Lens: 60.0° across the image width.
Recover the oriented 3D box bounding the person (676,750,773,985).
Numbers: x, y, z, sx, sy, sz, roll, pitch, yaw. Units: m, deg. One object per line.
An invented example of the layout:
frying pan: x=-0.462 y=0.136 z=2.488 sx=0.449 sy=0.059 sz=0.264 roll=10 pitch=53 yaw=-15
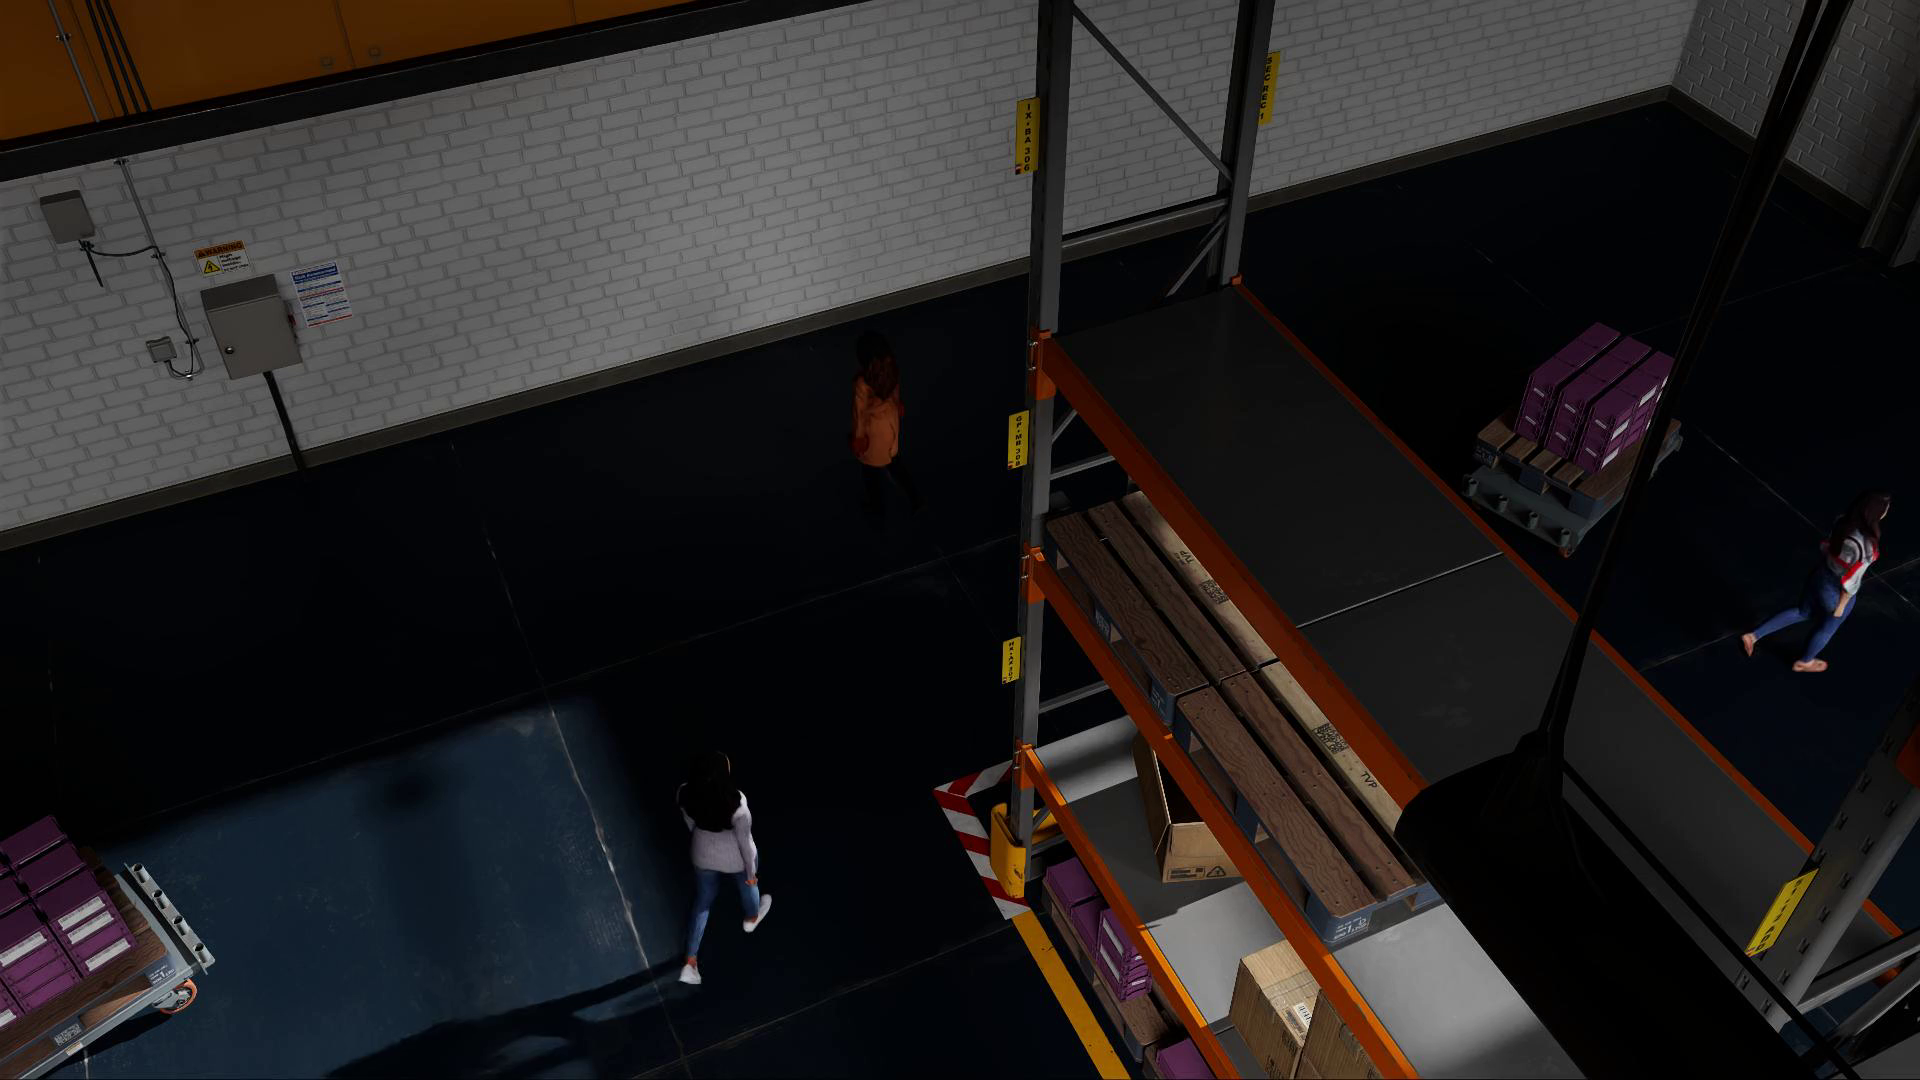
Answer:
person: x=-1.349 y=1.787 z=9.083 sx=1.041 sy=1.718 sz=1.104 roll=15 pitch=46 yaw=15

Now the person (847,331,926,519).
person: x=-0.510 y=-0.749 z=11.751 sx=0.973 sy=1.708 sz=0.897 roll=27 pitch=50 yaw=26

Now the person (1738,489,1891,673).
person: x=5.544 y=0.300 z=10.731 sx=0.863 sy=1.597 sz=0.927 roll=-2 pitch=44 yaw=-2
